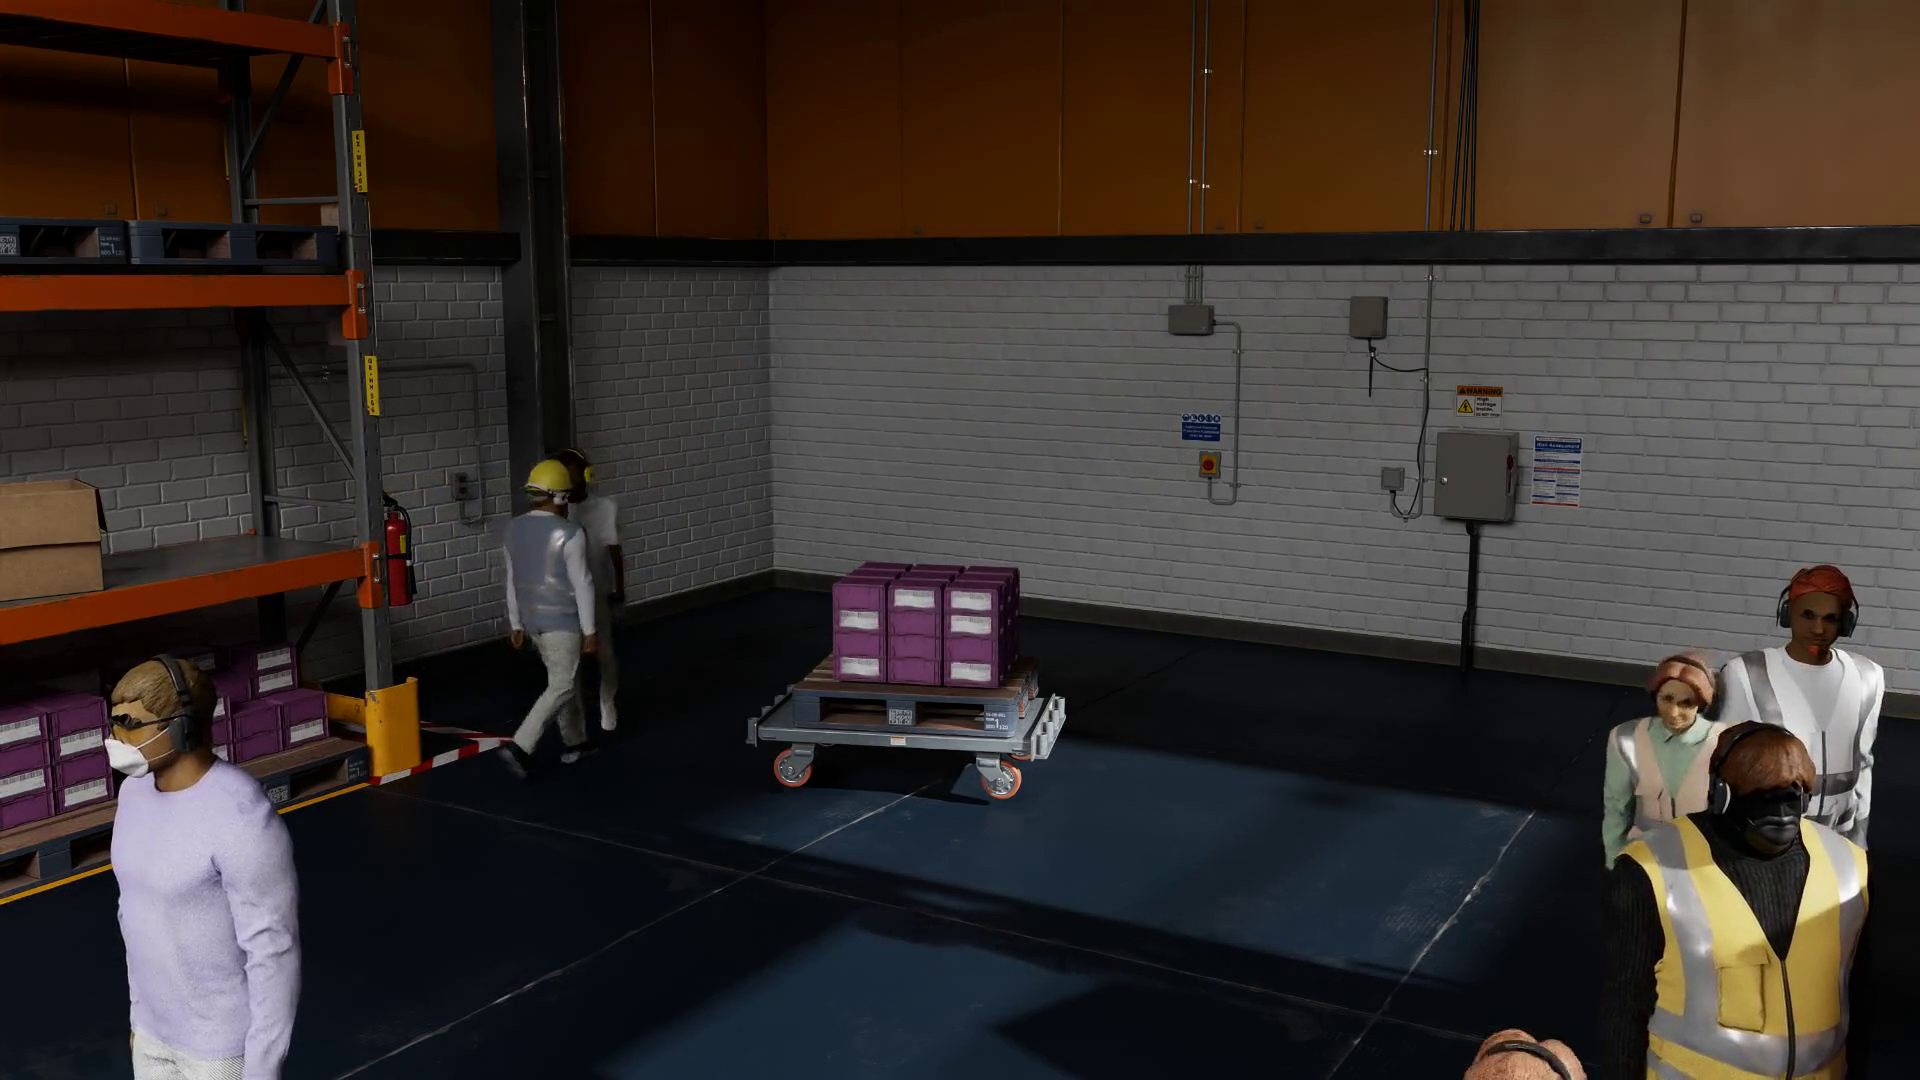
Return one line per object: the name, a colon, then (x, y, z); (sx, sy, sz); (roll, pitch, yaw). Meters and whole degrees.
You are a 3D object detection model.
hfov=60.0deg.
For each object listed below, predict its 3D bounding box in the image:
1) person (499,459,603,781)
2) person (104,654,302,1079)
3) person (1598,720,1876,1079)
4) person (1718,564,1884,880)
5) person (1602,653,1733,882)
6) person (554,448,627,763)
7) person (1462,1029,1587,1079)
person: (-2.337, 0.443, 9.406); (0.598, 1.799, 0.838); (6, 11, 33)
person: (-1.857, 1.224, 4.101); (0.635, 1.937, 0.353); (7, 11, 36)
person: (1.806, 1.313, 3.878); (0.625, 1.837, 0.429); (0, 9, -2)
person: (2.805, 1.010, 5.607); (0.575, 1.883, 0.362); (-1, 9, -6)
person: (2.428, 1.150, 5.609); (0.531, 1.594, 0.656); (8, 12, 41)
person: (-2.237, 0.339, 9.989); (0.521, 1.823, 0.911); (0, 9, -1)
person: (0.864, 1.613, 2.705); (0.525, 1.605, 0.791); (6, 11, 33)
